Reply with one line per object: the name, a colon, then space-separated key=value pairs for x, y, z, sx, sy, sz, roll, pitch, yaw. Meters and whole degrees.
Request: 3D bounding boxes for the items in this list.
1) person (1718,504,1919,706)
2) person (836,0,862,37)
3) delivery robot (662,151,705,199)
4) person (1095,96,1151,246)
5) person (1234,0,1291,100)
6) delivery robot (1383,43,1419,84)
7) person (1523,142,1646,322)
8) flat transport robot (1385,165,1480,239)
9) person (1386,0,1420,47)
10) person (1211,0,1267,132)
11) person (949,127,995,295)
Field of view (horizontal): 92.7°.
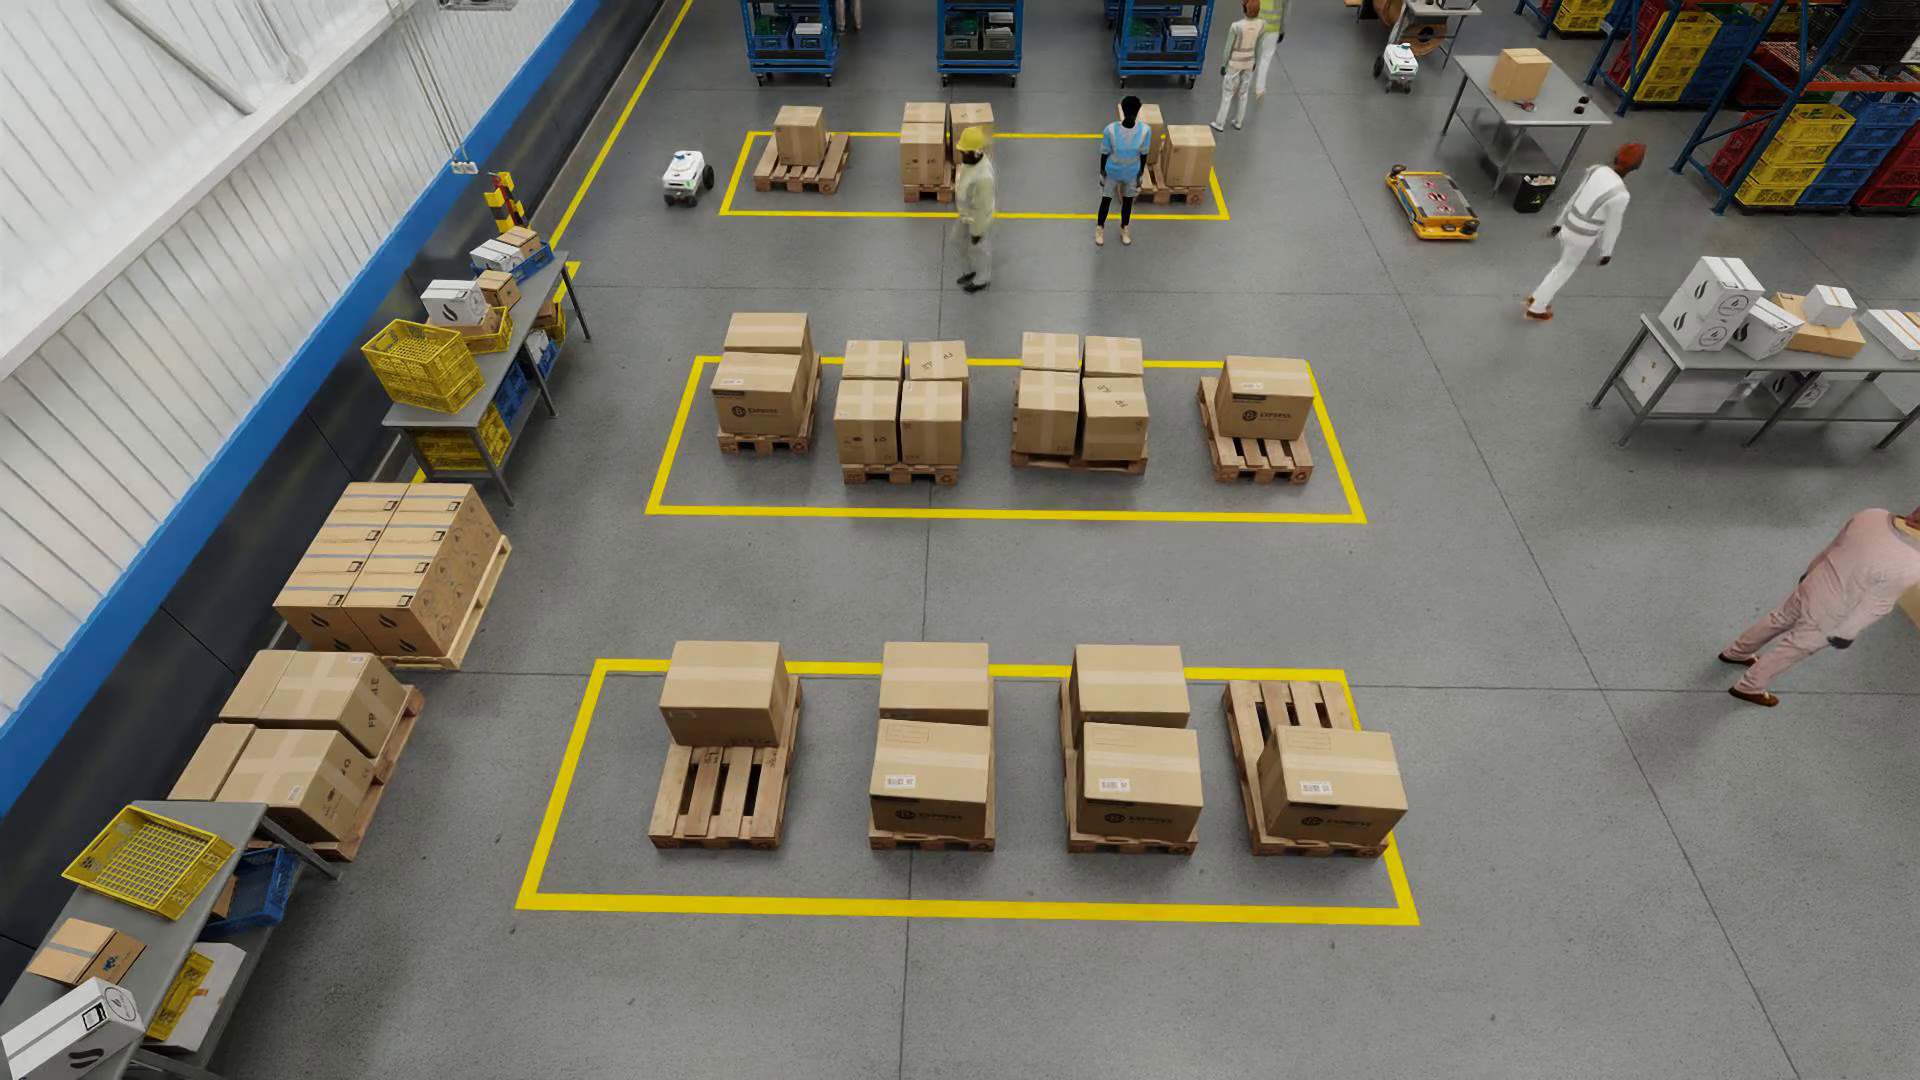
person: x=5.838 y=0.401 z=6.104 sx=0.400 sy=1.900 sz=0.648 roll=12 pitch=50 yaw=10
person: x=-1.754 y=-8.841 z=14.047 sx=0.627 sy=1.982 sz=0.403 roll=-18 pitch=51 yaw=-15
delivery robot: x=-3.353 y=-4.463 z=11.132 sx=0.477 sy=0.478 sz=0.707 roll=3 pitch=49 yaw=2
person: x=1.773 y=-4.036 z=10.079 sx=0.531 sy=1.690 sz=0.322 roll=0 pitch=49 yaw=0
person: x=4.182 y=-7.059 z=12.596 sx=0.630 sy=1.843 sz=0.429 roll=29 pitch=55 yaw=23
delivery robot: x=6.372 y=-6.919 z=13.258 sx=0.477 sy=0.478 sz=0.707 roll=5 pitch=49 yaw=4
person: x=6.167 y=-2.993 z=9.047 sx=0.461 sy=1.873 sz=0.595 roll=0 pitch=49 yaw=0
flat transport robot: x=5.692 y=-4.094 z=11.059 sx=0.652 sy=0.197 sz=1.431 roll=1 pitch=49 yaw=1
person: x=6.613 y=-7.917 z=13.283 sx=0.373 sy=1.929 sz=0.628 roll=22 pitch=53 yaw=18
person: x=3.666 y=-6.212 z=12.001 sx=0.510 sy=1.630 sz=0.317 roll=-11 pitch=50 yaw=-9
person: x=0.115 y=-3.327 z=9.377 sx=0.477 sy=1.813 sz=0.631 roll=-13 pitch=50 yaw=-11
